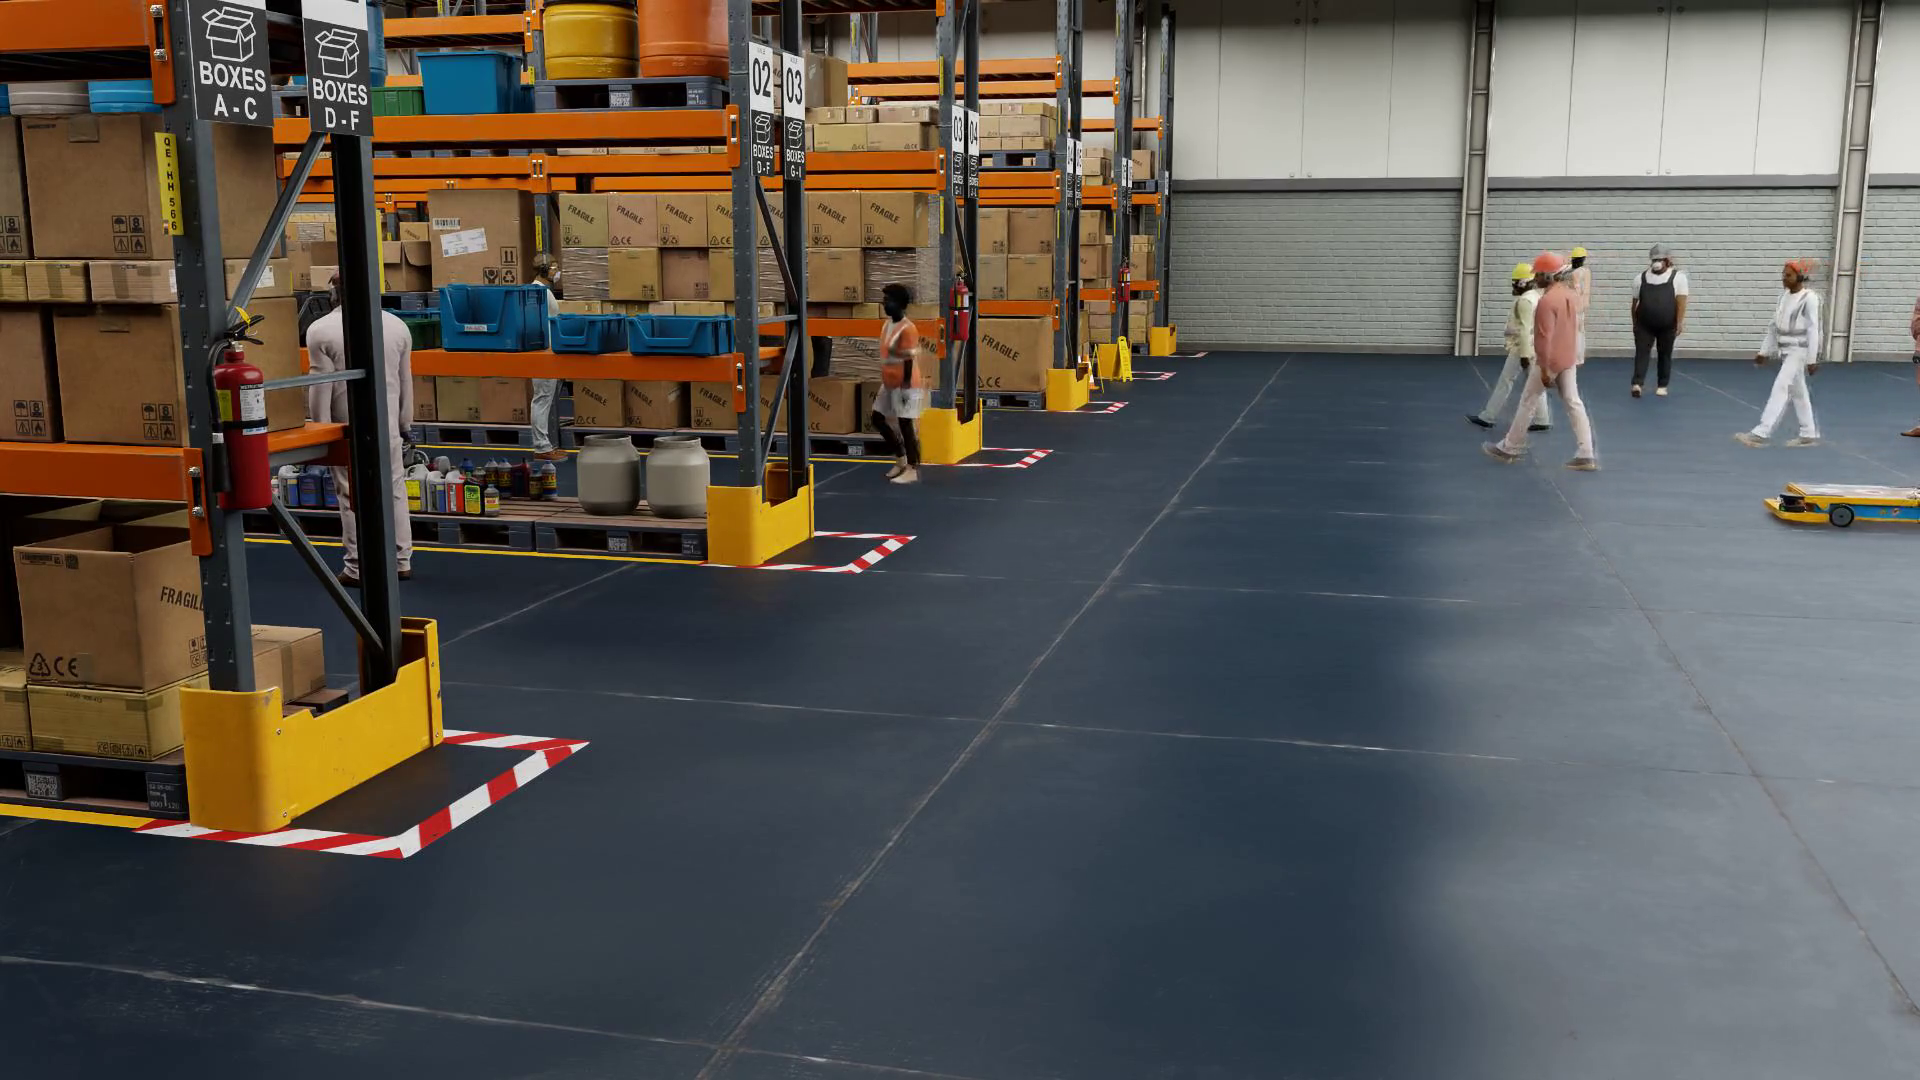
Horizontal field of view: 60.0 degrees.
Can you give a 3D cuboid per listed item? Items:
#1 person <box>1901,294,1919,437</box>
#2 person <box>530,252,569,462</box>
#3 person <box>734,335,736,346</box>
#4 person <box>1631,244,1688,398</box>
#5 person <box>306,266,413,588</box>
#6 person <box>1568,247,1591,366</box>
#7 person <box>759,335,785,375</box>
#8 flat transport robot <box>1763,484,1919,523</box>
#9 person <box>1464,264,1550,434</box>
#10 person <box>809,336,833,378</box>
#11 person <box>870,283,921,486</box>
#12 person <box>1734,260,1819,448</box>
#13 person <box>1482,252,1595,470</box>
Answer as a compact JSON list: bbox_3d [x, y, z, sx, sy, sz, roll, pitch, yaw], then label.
[{"bbox_3d":[10.099,-2.020,17.301,0.651,1.906,0.401,-8,13,-36],"label":"person"},{"bbox_3d":[-3.844,-1.682,15.373,0.364,1.934,0.625,-3,11,-14],"label":"person"},{"bbox_3d":[-2.959,-2.515,20.087,0.806,1.888,0.611,2,11,13],"label":"person"},{"bbox_3d":[9.074,-2.873,21.659,0.682,2.000,1.023,5,12,28],"label":"person"},{"bbox_3d":[-3.549,-0.671,9.835,0.399,1.904,0.644,9,14,42],"label":"person"},{"bbox_3d":[10.056,-3.805,27.132,0.371,1.925,0.595,8,13,36],"label":"person"},{"bbox_3d":[-2.157,-2.226,18.739,0.538,1.795,0.778,-6,12,-31],"label":"person"},{"bbox_3d":[6.672,-0.255,12.054,1.431,0.197,0.652,3,11,15],"label":"flat transport robot"},{"bbox_3d":[5.880,-2.024,17.650,0.923,1.782,0.612,7,12,33],"label":"person"},{"bbox_3d":[-1.531,-2.340,18.836,0.394,1.990,0.618,1,10,4],"label":"person"},{"bbox_3d":[-0.516,-1.288,13.830,0.394,1.682,0.547,-5,11,-26],"label":"person"},{"bbox_3d":[8.069,-1.813,16.343,0.951,1.841,0.599,0,10,2],"label":"person"},{"bbox_3d":[5.274,-1.604,14.928,0.622,1.929,1.081,-8,13,-38],"label":"person"}]
